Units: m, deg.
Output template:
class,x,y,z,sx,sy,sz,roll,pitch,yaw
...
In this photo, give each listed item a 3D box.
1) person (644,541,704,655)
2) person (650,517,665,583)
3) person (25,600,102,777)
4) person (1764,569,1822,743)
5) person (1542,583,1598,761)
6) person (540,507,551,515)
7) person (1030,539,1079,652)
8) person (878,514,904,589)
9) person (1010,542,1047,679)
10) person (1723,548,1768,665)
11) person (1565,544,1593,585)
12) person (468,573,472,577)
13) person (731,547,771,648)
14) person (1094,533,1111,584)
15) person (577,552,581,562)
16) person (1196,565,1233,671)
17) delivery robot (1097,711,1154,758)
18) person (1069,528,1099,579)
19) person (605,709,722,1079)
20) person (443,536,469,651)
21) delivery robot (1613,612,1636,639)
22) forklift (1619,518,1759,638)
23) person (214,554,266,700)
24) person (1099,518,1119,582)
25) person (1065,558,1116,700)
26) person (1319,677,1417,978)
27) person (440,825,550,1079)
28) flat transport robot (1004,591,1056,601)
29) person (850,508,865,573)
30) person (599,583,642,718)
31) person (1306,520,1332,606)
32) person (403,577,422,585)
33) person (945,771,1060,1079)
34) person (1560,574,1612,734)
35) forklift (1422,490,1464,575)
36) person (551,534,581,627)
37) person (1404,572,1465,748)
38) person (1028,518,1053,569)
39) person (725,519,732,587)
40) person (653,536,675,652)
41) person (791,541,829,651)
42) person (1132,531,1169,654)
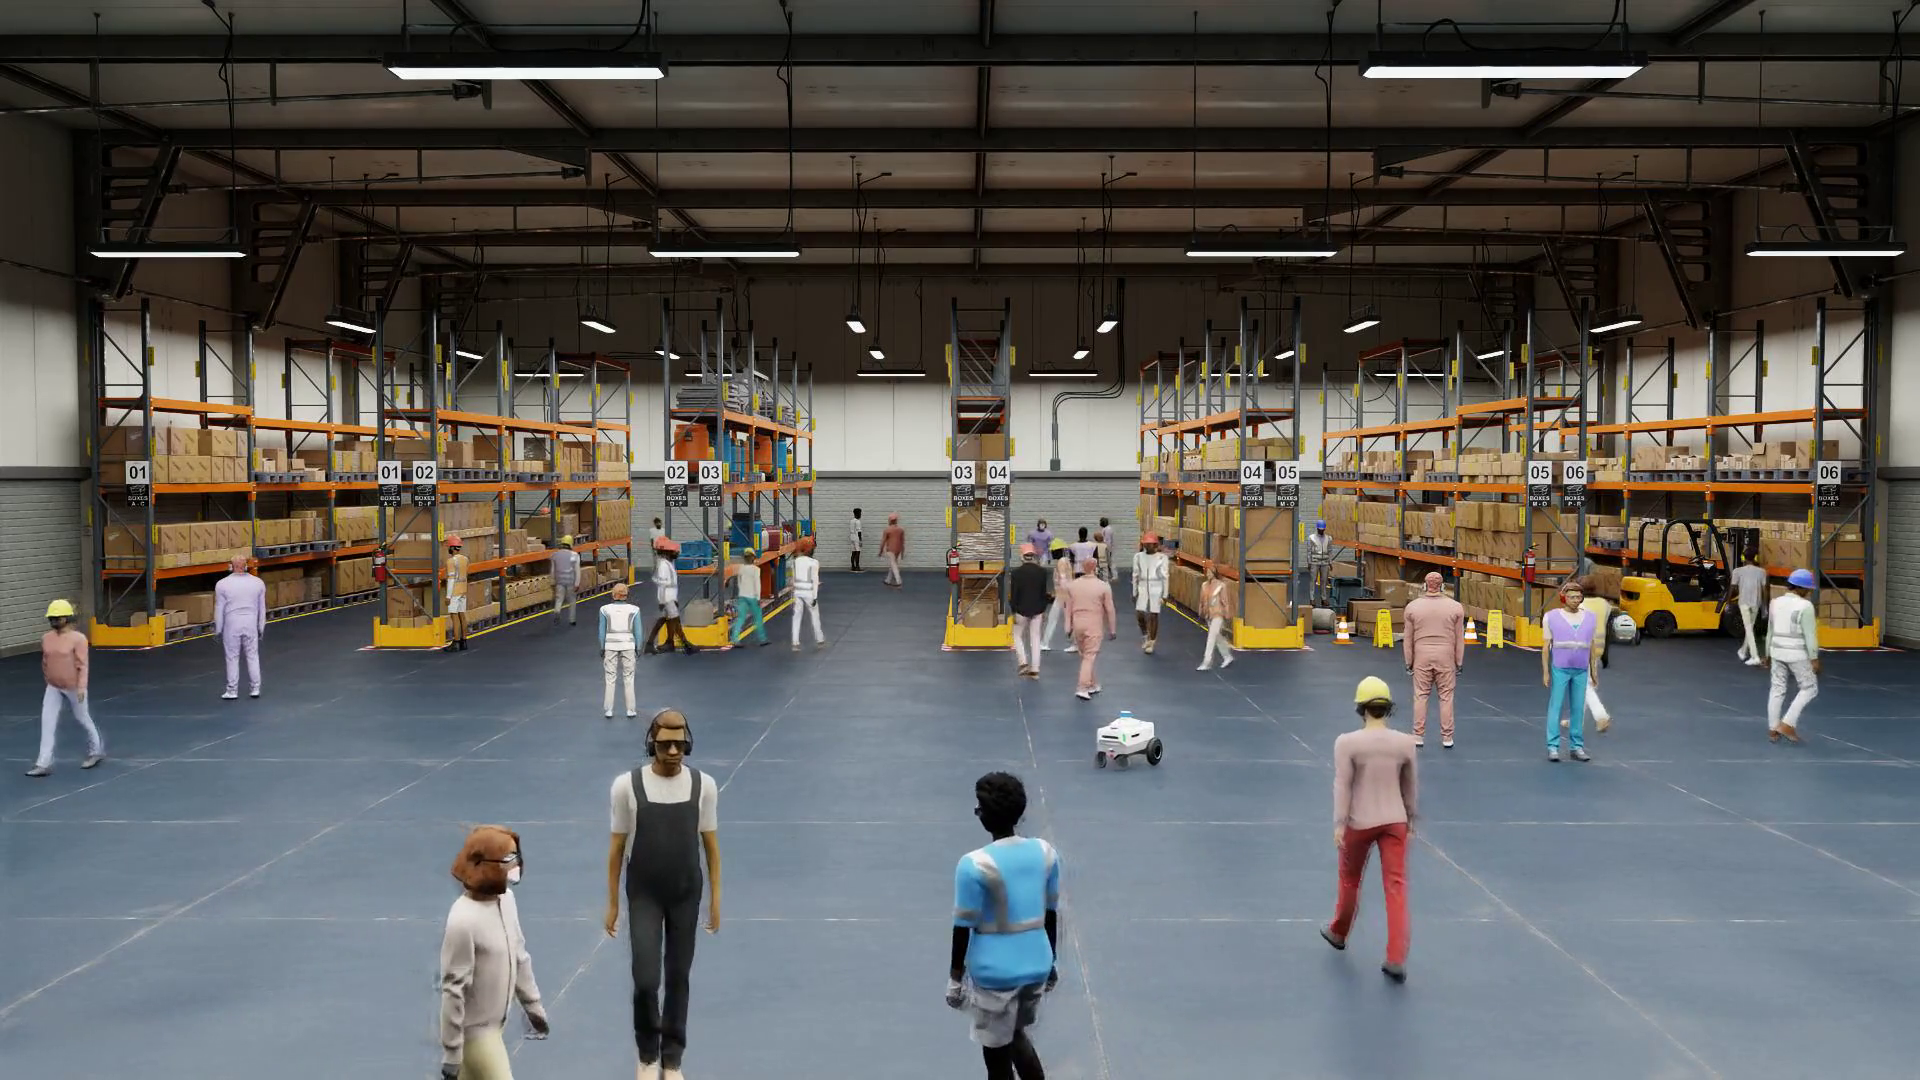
class,x,y,z,sx,sy,sz,roll,pitch,yaw
person,-4.726,0.953,26.455,1.014,1.874,0.549,0,2,-2
person,-8.264,0.284,44.256,0.505,1.815,0.949,-1,3,-27
person,-8.843,1.443,15.979,0.534,1.724,0.924,0,2,9
person,9.148,1.278,17.724,0.423,1.922,0.713,-1,2,-16
person,6.308,1.355,16.727,0.572,1.840,0.373,0,2,-2
person,-11.772,0.095,45.961,0.375,2.044,0.605,1,2,21
person,1.615,0.928,26.936,0.930,1.887,0.605,1,2,15
person,-1.768,0.296,42.237,0.622,1.947,1.021,-2,3,-40
person,0.995,1.025,23.452,0.627,1.977,0.465,-1,2,-21
person,12.339,1.035,25.316,0.542,1.805,1.014,0,2,7
person,11.627,0.879,30.331,0.489,1.709,0.779,1,2,21
person,-10.918,0.661,35.031,0.577,1.778,0.917,1,2,14
person,-3.617,0.984,27.721,0.550,1.722,0.863,1,3,33
person,3.256,0.641,37.875,0.562,1.586,0.880,-1,2,-13
person,-11.358,0.062,47.450,0.392,1.991,0.613,1,2,20
person,3.885,1.168,24.501,0.851,1.601,0.533,-2,3,-33
delivery robot,1.680,1.979,16.355,0.477,0.478,0.707,1,3,32
person,2.576,0.678,33.535,0.598,1.867,0.996,0,2,12
person,-1.396,1.720,7.669,0.550,1.831,0.438,-1,2,-23
person,-8.489,0.894,27.152,0.359,1.938,0.545,0,2,12
delivery robot,11.682,1.501,28.392,0.477,0.478,0.707,1,2,18
forklift,13.417,0.684,29.791,2.313,2.155,1.214,0,2,0
person,-9.506,1.142,21.300,0.650,1.906,0.403,-2,3,-45
person,3.949,0.280,44.428,0.948,1.789,0.652,0,2,2
person,1.721,1.169,21.395,0.664,1.856,1.005,1,3,30
person,2.465,1.689,9.733,0.558,1.725,0.873,0,2,-8
person,-1.722,1.889,6.194,0.786,1.596,0.521,0,2,3
flat transport robot,1.697,1.321,37.620,1.431,0.197,0.652,-2,3,-42
person,-3.141,0.005,49.175,0.366,1.965,0.607,-1,3,-30
person,-4.132,1.344,19.646,0.517,1.634,0.313,0,2,-9
person,8.140,0.520,36.537,0.601,1.940,0.395,0,2,-8
person,-11.808,0.598,34.972,0.637,1.914,0.807,0,2,-6
person,0.194,1.824,6.832,0.551,1.684,0.359,-2,3,-43
person,7.192,1.301,18.489,0.632,1.818,0.837,-1,2,-22
forklift,13.926,-0.371,47.846,1.873,2.768,1.129,0,2,0
person,-7.620,0.797,31.182,0.598,1.808,0.694,0,2,1
person,5.161,1.297,17.578,0.636,1.899,0.402,1,2,20
person,1.978,0.407,39.947,0.661,1.904,0.870,0,2,6
person,-6.033,0.337,42.957,0.588,1.799,0.880,0,2,11
person,-4.951,0.900,27.021,0.373,1.934,0.551,0,2,-10
person,-2.568,0.935,27.292,0.588,1.837,0.944,1,3,27
person,3.128,0.869,26.651,0.642,2.026,0.478,1,2,20
